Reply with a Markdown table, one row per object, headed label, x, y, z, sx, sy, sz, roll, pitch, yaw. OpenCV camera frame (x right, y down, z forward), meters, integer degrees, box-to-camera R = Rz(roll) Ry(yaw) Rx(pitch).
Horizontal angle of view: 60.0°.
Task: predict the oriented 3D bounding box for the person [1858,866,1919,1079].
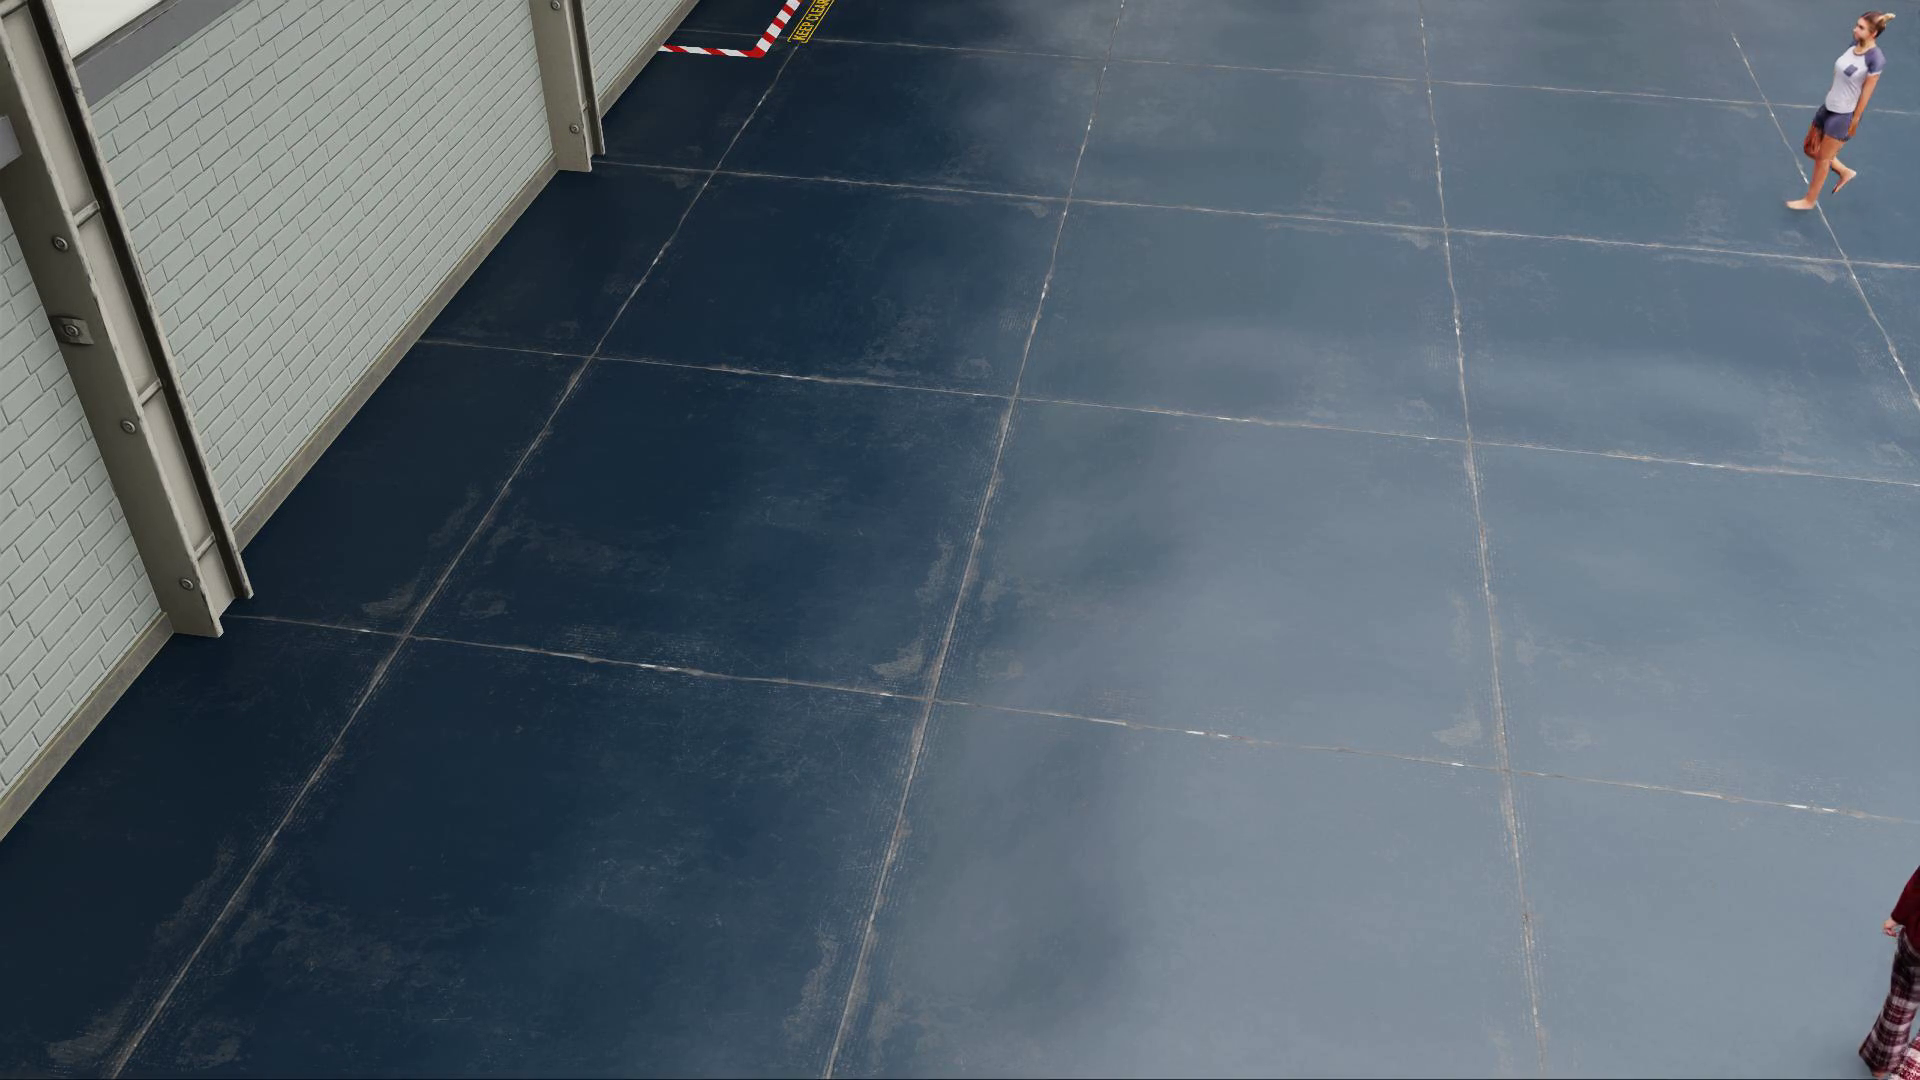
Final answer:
| label | x | y | z | sx | sy | sz | roll | pitch | yaw |
| --- | --- | --- | --- | --- | --- | --- | --- | --- | --- |
| person | 3.890 | 1.640 | 6.540 | 0.770 | 1.694 | 0.829 | 22 | 43 | 26 |

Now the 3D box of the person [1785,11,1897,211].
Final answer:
| label | x | y | z | sx | sy | sz | roll | pitch | yaw |
| --- | --- | --- | --- | --- | --- | --- | --- | --- | --- |
| person | 6.939 | -3.334 | 12.967 | 0.710 | 1.609 | 0.753 | 0 | 38 | -1 |
